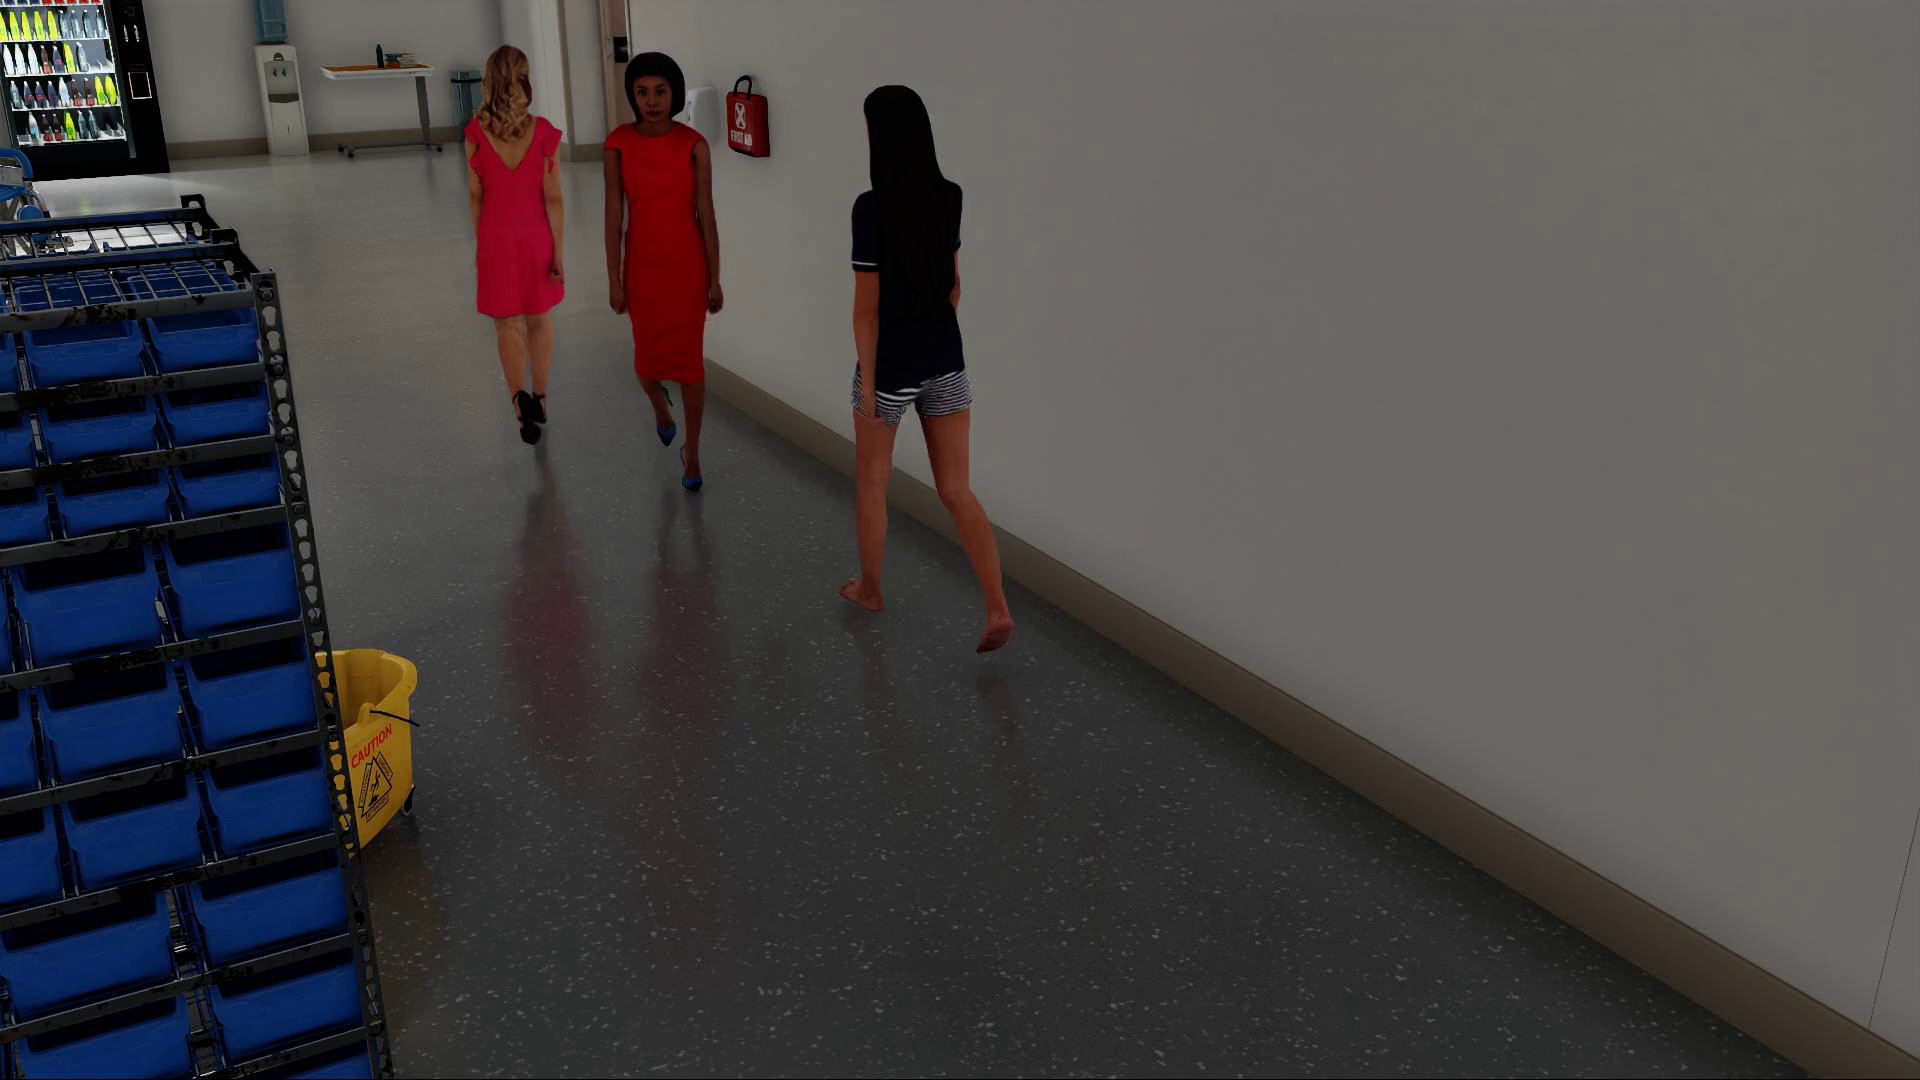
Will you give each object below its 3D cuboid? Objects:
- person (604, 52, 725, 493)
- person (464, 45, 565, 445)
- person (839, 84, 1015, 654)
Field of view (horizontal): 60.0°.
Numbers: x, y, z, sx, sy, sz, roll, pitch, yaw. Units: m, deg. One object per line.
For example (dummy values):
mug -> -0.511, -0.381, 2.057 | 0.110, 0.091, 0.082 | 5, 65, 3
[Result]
person -> -1.195, -1.076, 6.727 | 0.815, 1.729, 0.820 | -6, 22, -16
person -> -1.909, -1.218, 7.148 | 1.025, 1.698, 0.858 | -4, 21, -11
person -> -0.093, -0.475, 5.139 | 1.014, 1.731, 0.625 | -12, 24, -28
